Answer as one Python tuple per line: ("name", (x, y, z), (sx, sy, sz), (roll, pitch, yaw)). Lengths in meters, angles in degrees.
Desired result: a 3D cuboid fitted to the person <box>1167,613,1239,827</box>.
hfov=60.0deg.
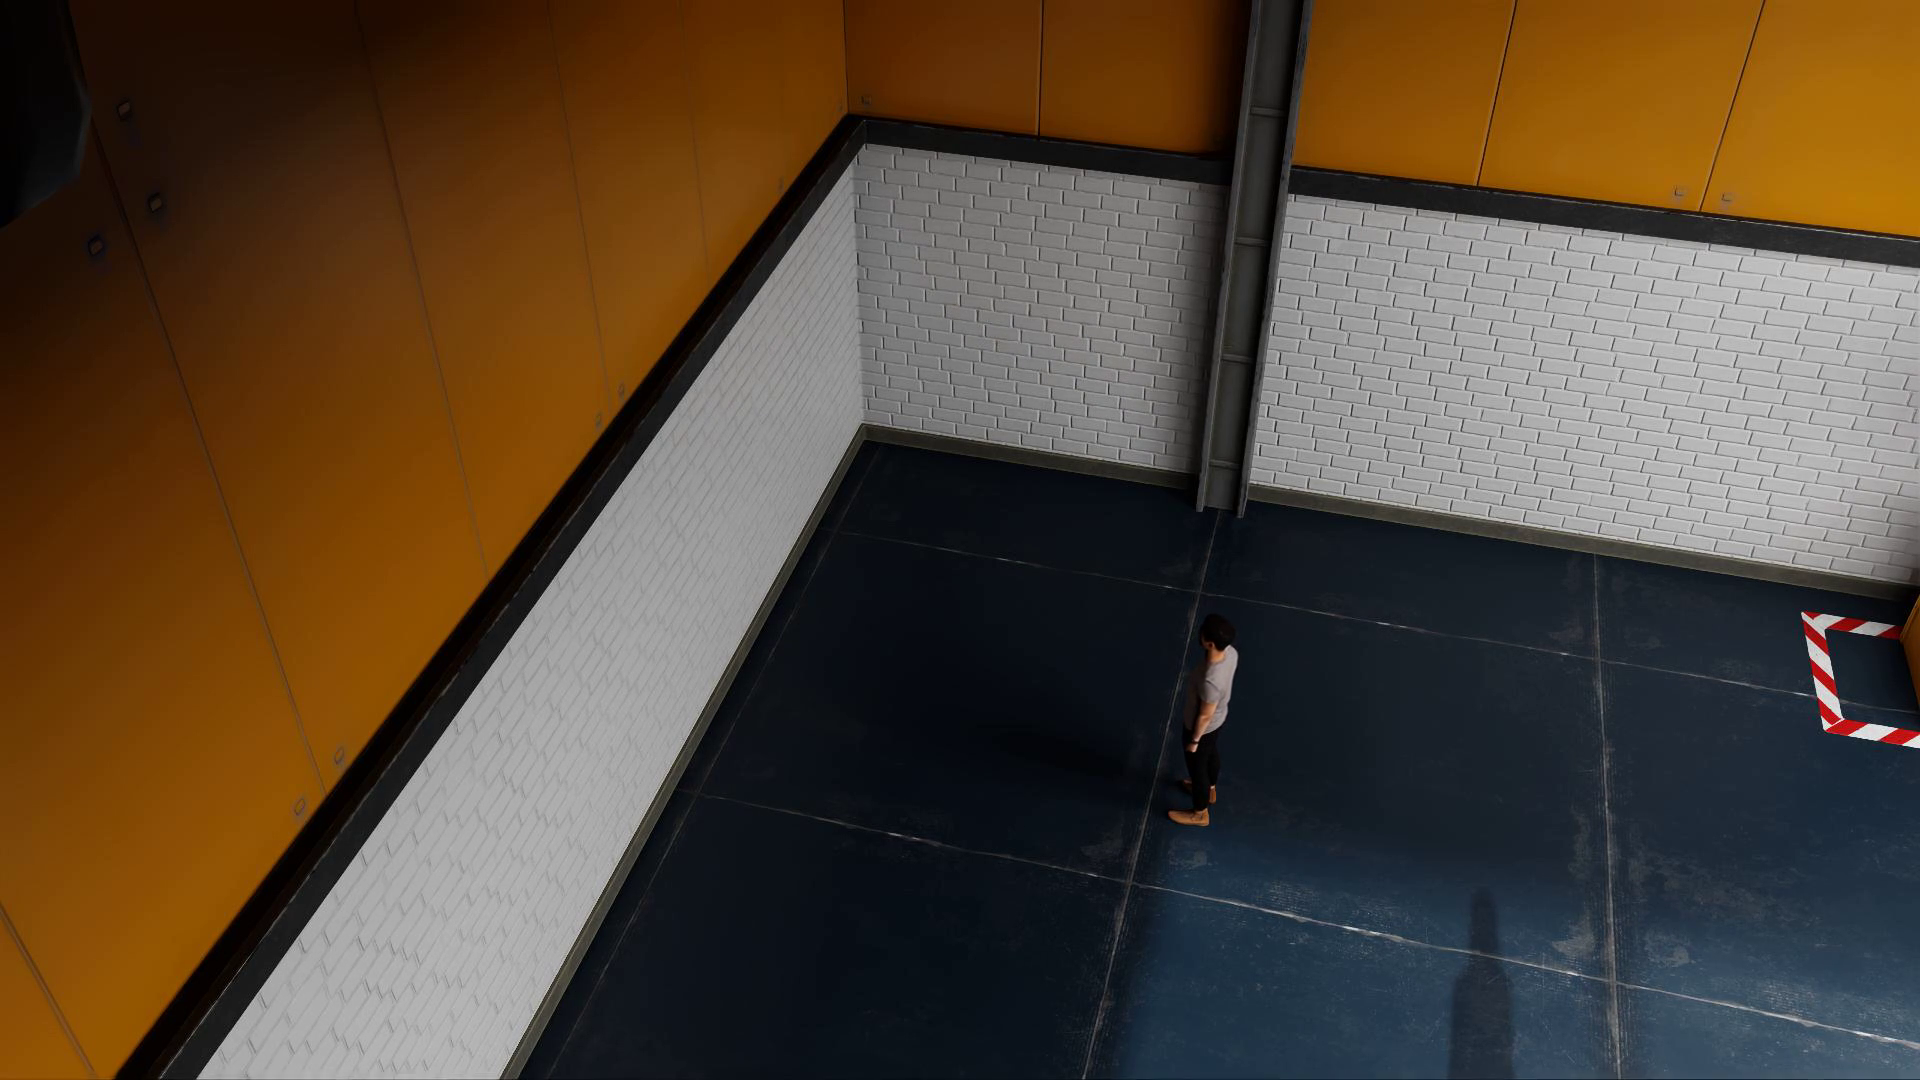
("person", (1.584, 1.152, 10.713), (0.576, 1.722, 0.643), (16, 41, 19))
